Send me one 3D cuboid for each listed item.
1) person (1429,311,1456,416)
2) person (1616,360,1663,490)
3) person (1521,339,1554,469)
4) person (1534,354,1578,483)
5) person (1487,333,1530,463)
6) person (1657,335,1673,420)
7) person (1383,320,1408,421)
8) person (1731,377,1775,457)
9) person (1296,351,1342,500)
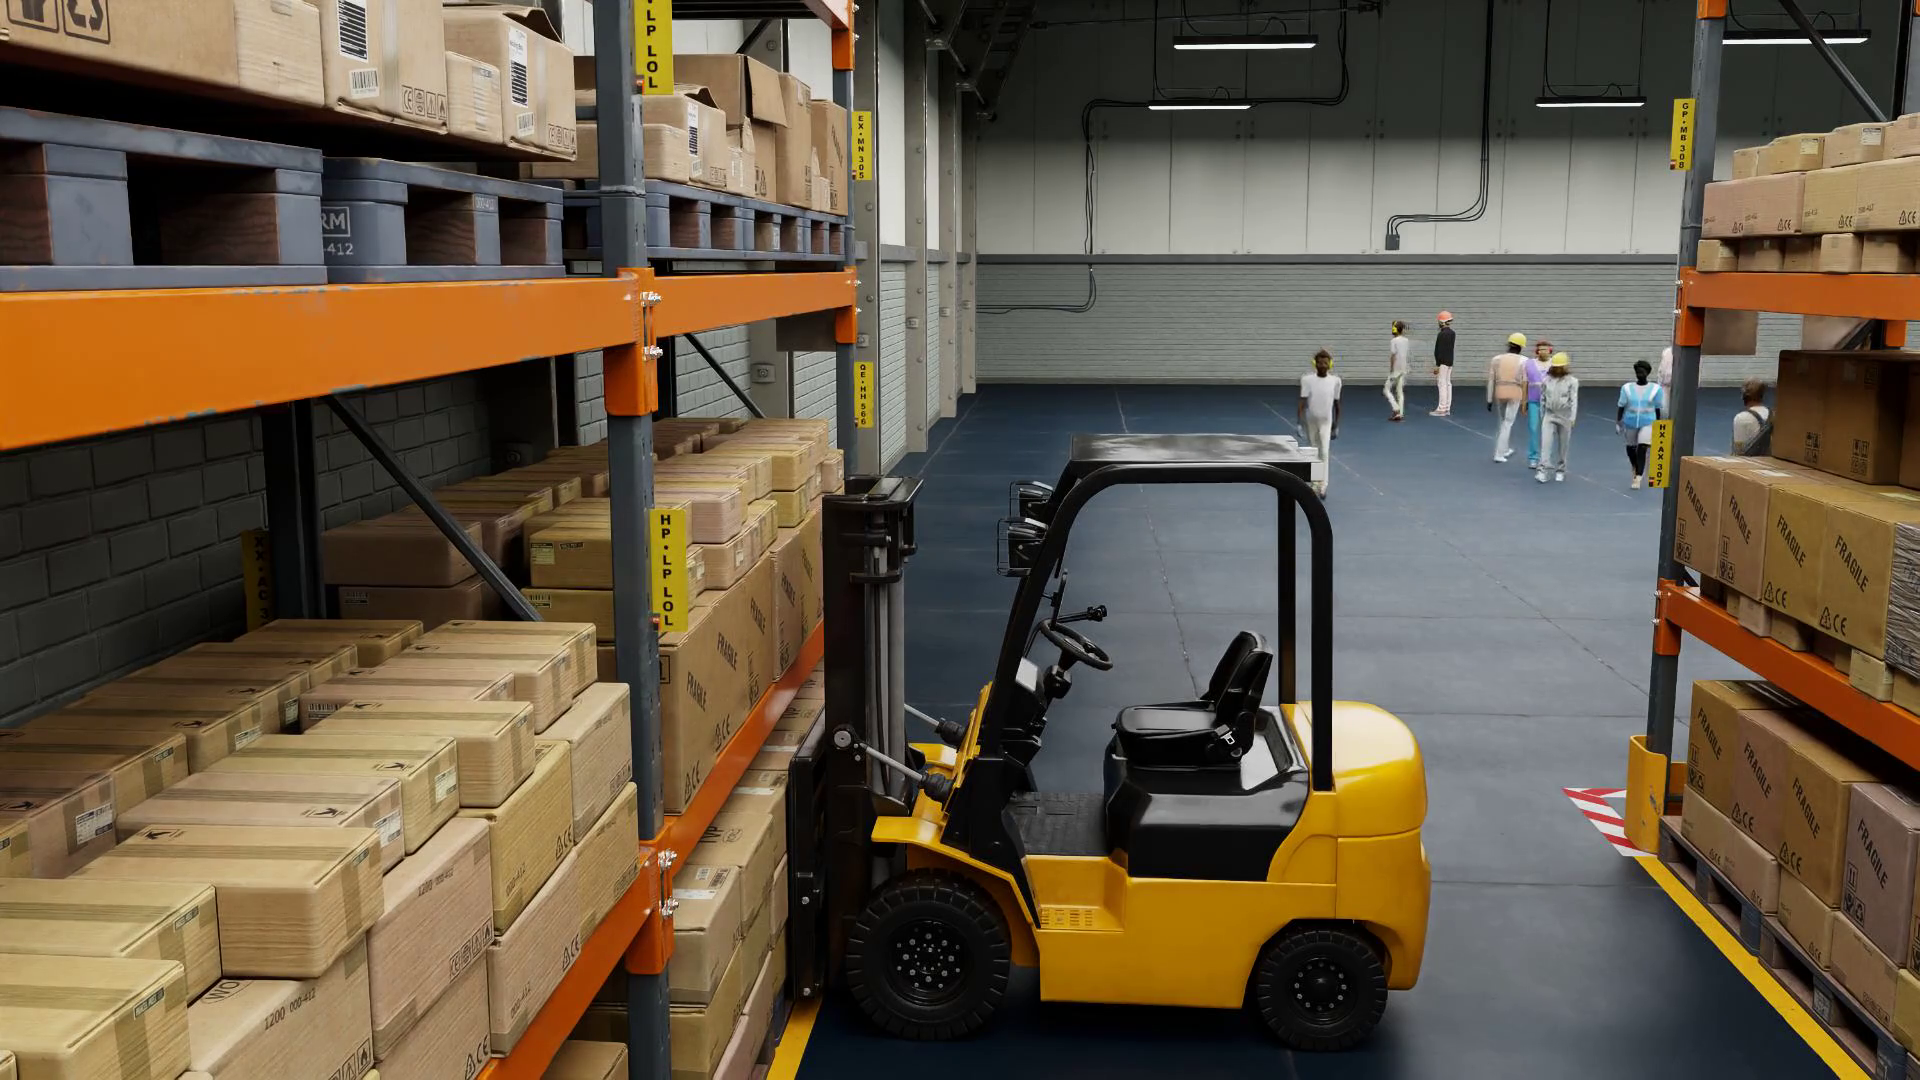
[{"bbox_3d":[9.240,-3.368,31.789,0.376,1.995,0.612,7,12,37],"label":"person"},{"bbox_3d":[8.801,-1.509,21.539,0.535,1.664,0.805,6,11,31],"label":"person"},{"bbox_3d":[8.222,-1.913,23.480,0.576,1.829,0.434,4,10,22],"label":"person"},{"bbox_3d":[7.848,-1.589,21.885,0.506,1.697,0.876,6,11,30],"label":"person"},{"bbox_3d":[8.087,-2.084,24.379,0.600,1.865,0.983,8,12,39],"label":"person"},{"bbox_3d":[11.519,-2.454,26.750,0.627,1.828,0.642,-4,10,-24],"label":"person"},{"bbox_3d":[8.035,-3.099,30.609,0.502,1.848,0.407,-7,12,-36],"label":"person"},{"bbox_3d":[7.479,-0.618,15.647,0.517,1.825,0.756,-4,10,-22],"label":"person"},{"bbox_3d":[4.445,-1.432,20.613,0.517,1.821,0.996,3,10,15],"label":"person"}]
